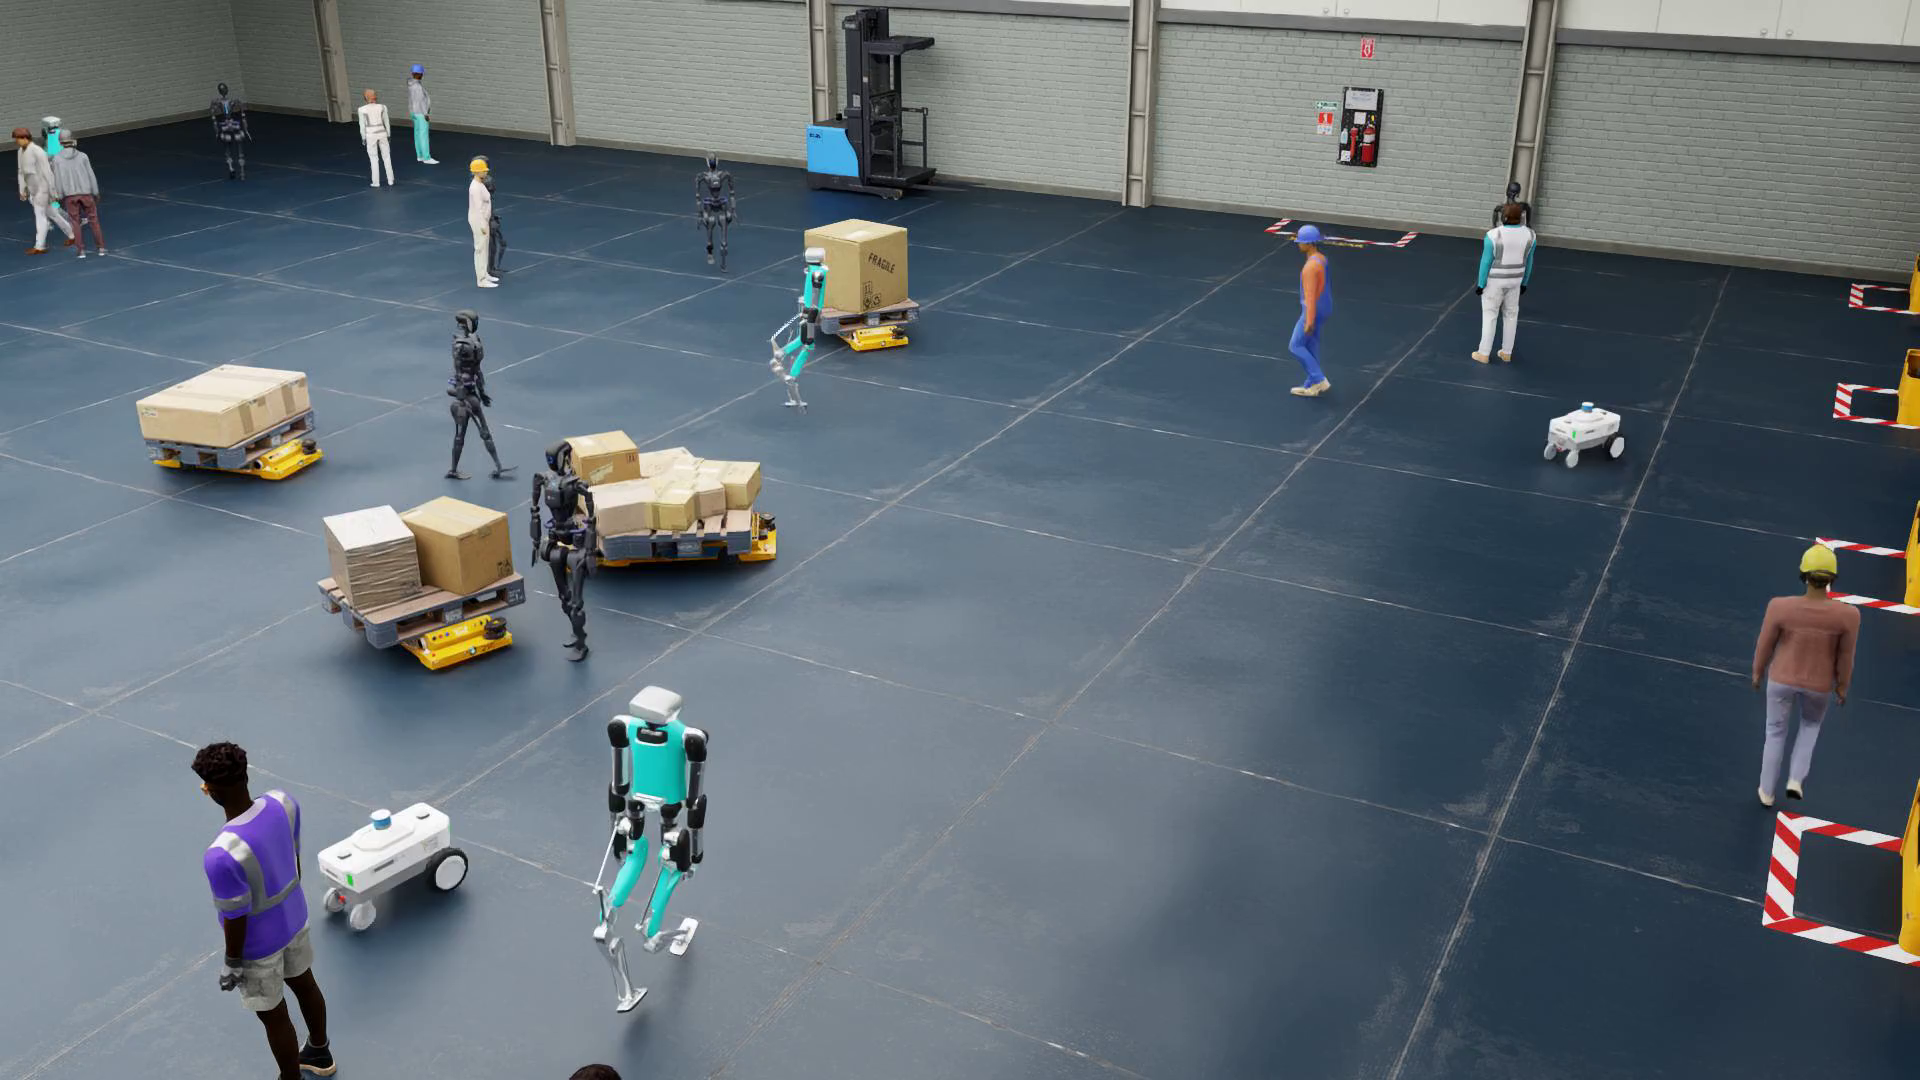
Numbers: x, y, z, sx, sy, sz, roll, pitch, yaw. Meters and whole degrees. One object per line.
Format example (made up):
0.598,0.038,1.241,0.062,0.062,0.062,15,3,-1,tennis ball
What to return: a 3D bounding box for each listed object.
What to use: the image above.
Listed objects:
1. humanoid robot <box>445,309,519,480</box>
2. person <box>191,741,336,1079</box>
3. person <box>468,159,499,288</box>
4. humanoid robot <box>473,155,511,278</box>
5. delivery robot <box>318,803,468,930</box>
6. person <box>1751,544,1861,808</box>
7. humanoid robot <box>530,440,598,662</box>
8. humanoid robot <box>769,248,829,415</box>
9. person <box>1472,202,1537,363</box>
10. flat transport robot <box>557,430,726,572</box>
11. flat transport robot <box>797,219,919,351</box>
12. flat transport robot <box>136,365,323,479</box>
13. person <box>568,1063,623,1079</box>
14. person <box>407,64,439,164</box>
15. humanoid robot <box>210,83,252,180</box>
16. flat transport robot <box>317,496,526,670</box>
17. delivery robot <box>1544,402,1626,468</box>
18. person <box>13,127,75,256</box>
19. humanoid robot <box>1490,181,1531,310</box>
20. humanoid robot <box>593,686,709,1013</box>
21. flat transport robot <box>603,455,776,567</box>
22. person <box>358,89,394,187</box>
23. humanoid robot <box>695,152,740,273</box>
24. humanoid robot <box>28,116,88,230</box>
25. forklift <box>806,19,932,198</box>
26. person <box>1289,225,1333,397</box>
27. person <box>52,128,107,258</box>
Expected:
-4.568,-1.347,15.540,0.666,1.633,0.593,2,23,4,humanoid robot
-3.268,1.815,7.800,0.372,1.958,0.600,4,24,10,person
-6.380,-4.232,22.219,0.342,1.688,0.462,-4,24,-10,person
-6.386,-4.394,22.607,0.354,1.642,0.600,-6,24,-14,humanoid robot
-3.279,1.819,9.547,0.499,0.580,0.776,17,29,35,delivery robot
5.196,0.851,10.298,0.553,1.747,0.389,10,25,22,person
-2.931,0.058,12.244,0.590,1.643,0.477,8,25,19,humanoid robot
-1.737,-2.119,17.340,0.779,1.848,0.543,-2,23,-6,humanoid robot
6.197,-2.939,19.014,0.633,1.840,0.429,-4,24,-9,person
-2.700,-0.026,14.223,1.431,0.231,0.659,-11,26,-24,flat transport robot
-1.230,-2.595,20.204,0.659,0.231,1.431,-11,25,-23,flat transport robot
-7.007,-0.839,16.116,1.431,0.231,0.659,7,24,15,flat transport robot
-1.236,2.646,5.910,0.388,1.921,0.593,12,26,27,person
-9.843,-7.767,30.346,0.361,1.771,0.529,-16,28,-33,person
-12.633,-7.081,28.852,0.585,1.647,0.404,-9,25,-20,humanoid robot
-4.099,0.593,12.783,0.659,0.231,1.431,-20,30,-39,flat transport robot
6.090,-1.054,16.235,0.769,0.580,0.499,-14,27,-29,delivery robot
-13.319,-5.083,24.094,0.522,1.782,0.922,13,26,28,person
6.918,-3.685,20.952,0.601,1.644,0.383,-6,24,-13,humanoid robot
-1.611,1.648,8.501,0.561,1.745,1.045,6,24,14,humanoid robot
-2.291,-0.009,14.185,1.431,0.231,0.659,-2,23,-5,flat transport robot
-9.959,-6.855,28.382,0.513,1.641,0.306,-16,28,-32,person
-3.366,-4.549,22.983,0.583,1.643,0.481,-7,24,-16,humanoid robot
-13.631,-5.426,24.933,0.550,1.736,1.023,11,25,24,humanoid robot
-1.573,-7.292,27.850,1.873,2.768,1.129,12,26,25,forklift
3.735,-2.426,17.777,0.460,1.883,0.523,13,26,27,person
-12.584,-4.949,23.726,0.553,1.810,0.372,-13,26,-27,person
